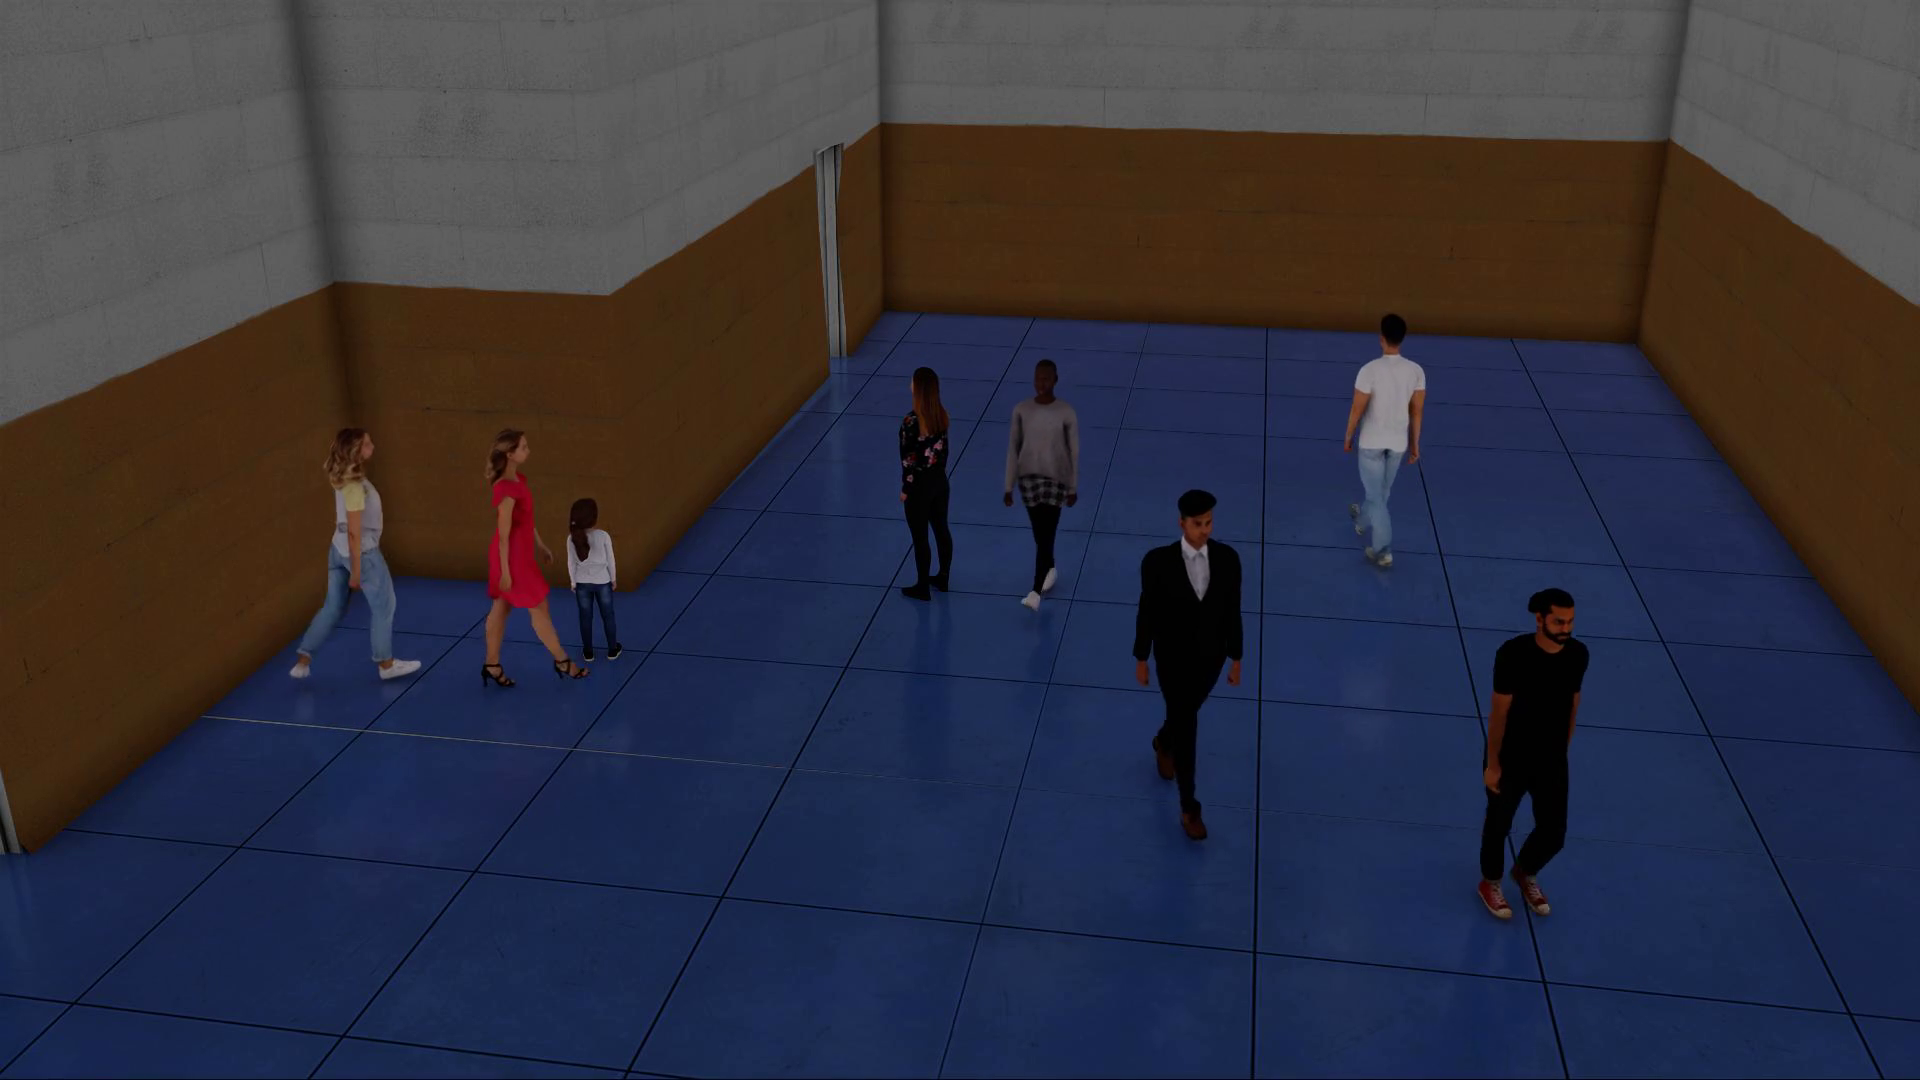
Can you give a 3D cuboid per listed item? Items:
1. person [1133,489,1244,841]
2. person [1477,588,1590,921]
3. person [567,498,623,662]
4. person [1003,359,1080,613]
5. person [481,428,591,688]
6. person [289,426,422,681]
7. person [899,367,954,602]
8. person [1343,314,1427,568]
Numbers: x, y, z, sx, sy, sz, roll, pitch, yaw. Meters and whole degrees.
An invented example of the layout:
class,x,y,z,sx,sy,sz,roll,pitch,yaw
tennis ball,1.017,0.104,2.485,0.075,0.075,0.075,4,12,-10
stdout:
class,x,y,z,sx,sy,sz,roll,pitch,yaw
person,1.211,0.587,8.971,1.244,1.843,1.063,-4,22,-10
person,2.705,1.002,8.069,0.641,1.747,0.774,-2,22,-6
person,-2.386,0.246,10.799,0.473,1.113,0.564,-3,22,-8
person,0.604,-0.416,11.612,1.117,1.736,0.851,8,23,19
person,-2.852,0.146,10.260,0.983,1.701,0.805,-7,23,-16
person,-3.810,0.126,10.291,1.088,1.698,1.049,-19,28,-39
person,-0.229,-0.398,11.639,0.653,1.682,0.685,-20,29,-40
person,3.132,-0.685,12.166,1.157,1.821,1.039,-5,22,-13
